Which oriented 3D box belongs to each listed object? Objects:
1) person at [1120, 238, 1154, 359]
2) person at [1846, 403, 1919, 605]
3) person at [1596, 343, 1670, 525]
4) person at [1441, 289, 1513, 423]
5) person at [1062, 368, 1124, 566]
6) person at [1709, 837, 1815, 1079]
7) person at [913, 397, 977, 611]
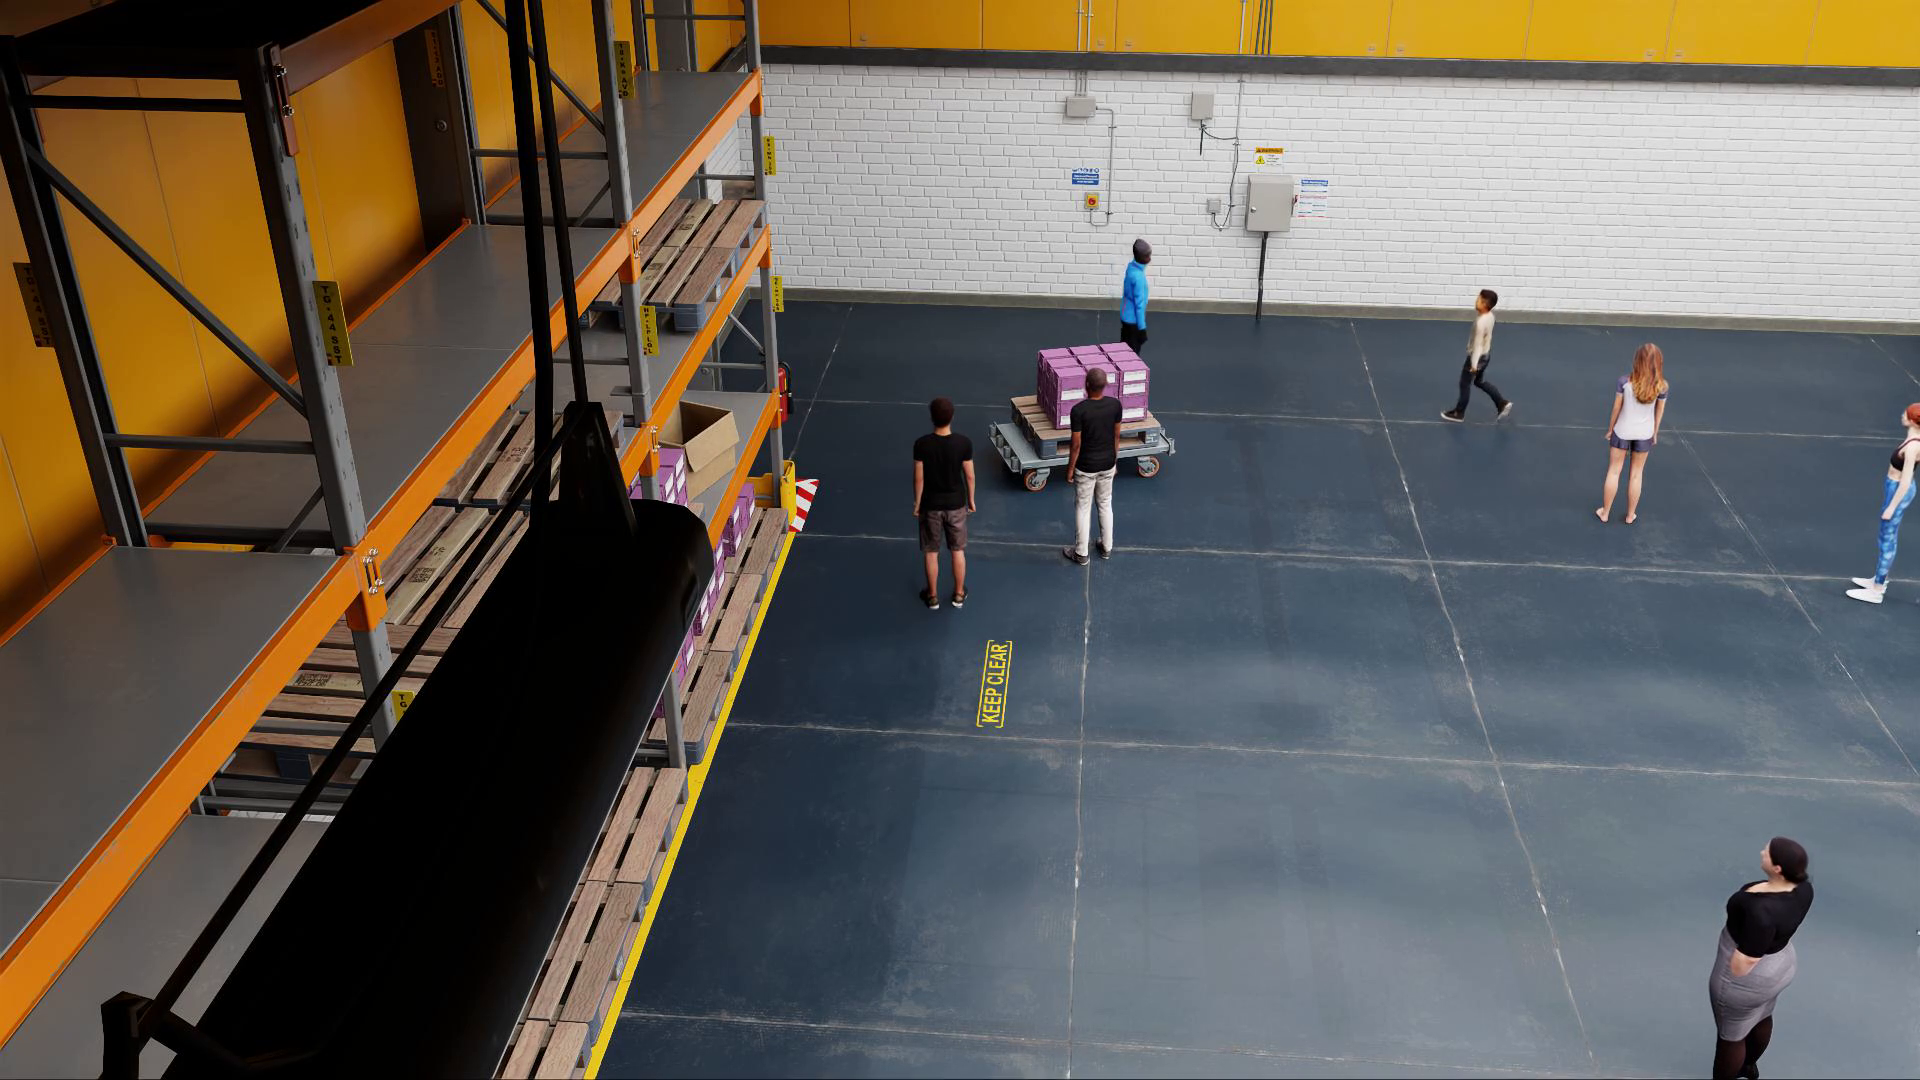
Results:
[{"bbox_3d":[1.769,-2.316,17.428,0.962,1.771,0.608,-11,30,-19],"label":"person"},{"bbox_3d":[7.736,-0.310,13.735,0.736,1.785,0.660,20,35,33],"label":"person"},{"bbox_3d":[6.060,-0.955,14.974,0.624,1.730,0.587,7,29,12],"label":"person"},{"bbox_3d":[5.335,-1.844,16.899,0.848,1.448,0.925,15,32,25],"label":"person"},{"bbox_3d":[1.155,-0.638,14.314,0.756,1.805,0.771,-13,31,-22],"label":"person"},{"bbox_3d":[4.278,2.324,8.932,0.779,1.759,0.825,-19,34,-31],"label":"person"},{"bbox_3d":[-0.146,-0.298,13.634,0.733,1.861,0.644,-4,29,-7],"label":"person"}]
